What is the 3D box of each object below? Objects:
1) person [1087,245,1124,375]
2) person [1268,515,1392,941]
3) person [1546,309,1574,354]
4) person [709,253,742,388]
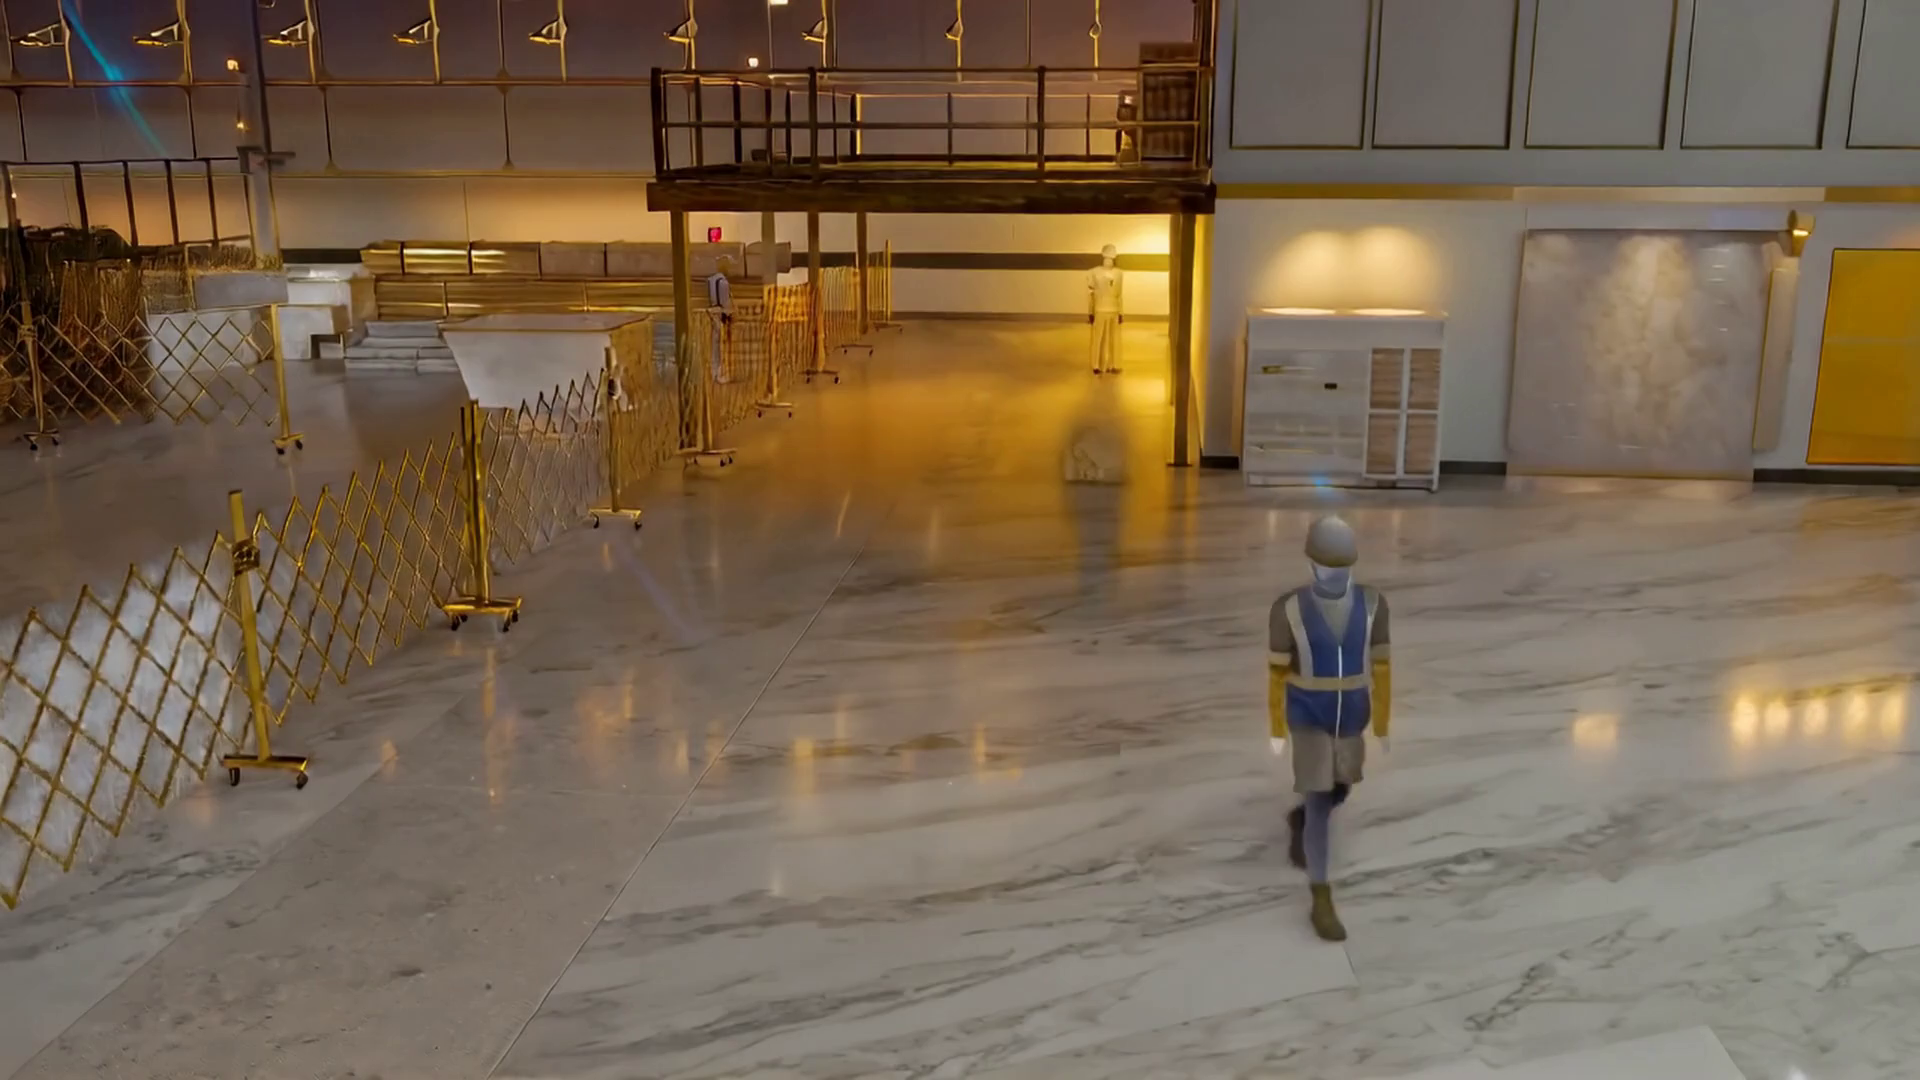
[{"bbox_3d":[2.173,-3.422,24.764,0.585,1.929,0.371,-6,15,-24],"label":"person"},{"bbox_3d":[1.663,0.780,7.664,0.542,1.902,0.925,-2,14,-8],"label":"person"},{"bbox_3d":[8.727,-3.224,24.093,0.389,1.856,0.521,-2,14,-9],"label":"person"},{"bbox_3d":[-3.350,-3.103,23.544,0.356,1.887,0.572,-7,16,-28],"label":"person"}]
